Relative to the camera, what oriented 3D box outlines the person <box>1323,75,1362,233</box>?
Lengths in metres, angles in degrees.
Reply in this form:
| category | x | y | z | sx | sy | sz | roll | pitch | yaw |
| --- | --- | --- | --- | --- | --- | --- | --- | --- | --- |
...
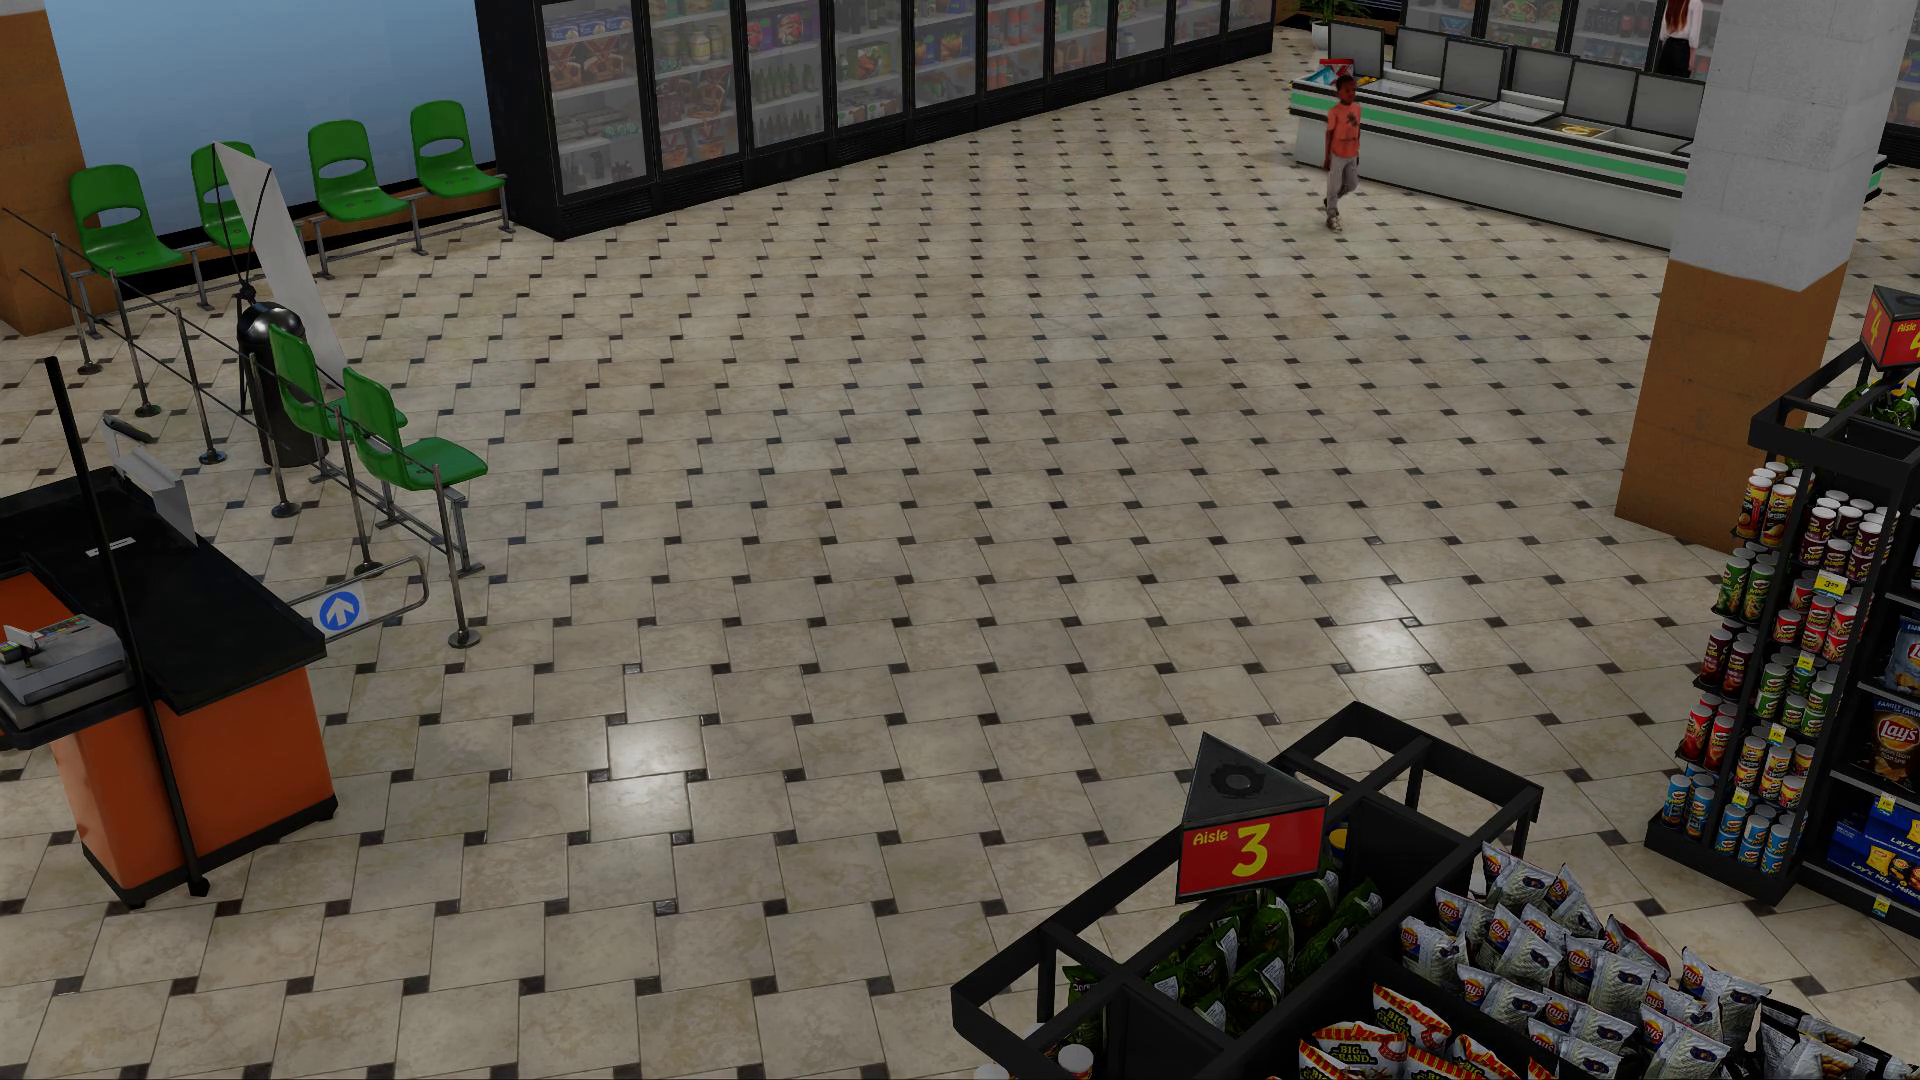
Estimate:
| category | x | y | z | sx | sy | sz | roll | pitch | yaw |
| --- | --- | --- | --- | --- | --- | --- | --- | --- | --- |
| person | 3.211 | -3.298 | 14.124 | 0.632 | 1.303 | 0.719 | -9 | 30 | -16 |

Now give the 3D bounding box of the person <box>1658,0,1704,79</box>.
| category | x | y | z | sx | sy | sz | roll | pitch | yaw |
| --- | --- | --- | --- | --- | --- | --- | --- | --- | --- |
| person | 6.978 | -4.694 | 16.203 | 0.721 | 1.761 | 0.564 | -12 | 31 | -21 |
